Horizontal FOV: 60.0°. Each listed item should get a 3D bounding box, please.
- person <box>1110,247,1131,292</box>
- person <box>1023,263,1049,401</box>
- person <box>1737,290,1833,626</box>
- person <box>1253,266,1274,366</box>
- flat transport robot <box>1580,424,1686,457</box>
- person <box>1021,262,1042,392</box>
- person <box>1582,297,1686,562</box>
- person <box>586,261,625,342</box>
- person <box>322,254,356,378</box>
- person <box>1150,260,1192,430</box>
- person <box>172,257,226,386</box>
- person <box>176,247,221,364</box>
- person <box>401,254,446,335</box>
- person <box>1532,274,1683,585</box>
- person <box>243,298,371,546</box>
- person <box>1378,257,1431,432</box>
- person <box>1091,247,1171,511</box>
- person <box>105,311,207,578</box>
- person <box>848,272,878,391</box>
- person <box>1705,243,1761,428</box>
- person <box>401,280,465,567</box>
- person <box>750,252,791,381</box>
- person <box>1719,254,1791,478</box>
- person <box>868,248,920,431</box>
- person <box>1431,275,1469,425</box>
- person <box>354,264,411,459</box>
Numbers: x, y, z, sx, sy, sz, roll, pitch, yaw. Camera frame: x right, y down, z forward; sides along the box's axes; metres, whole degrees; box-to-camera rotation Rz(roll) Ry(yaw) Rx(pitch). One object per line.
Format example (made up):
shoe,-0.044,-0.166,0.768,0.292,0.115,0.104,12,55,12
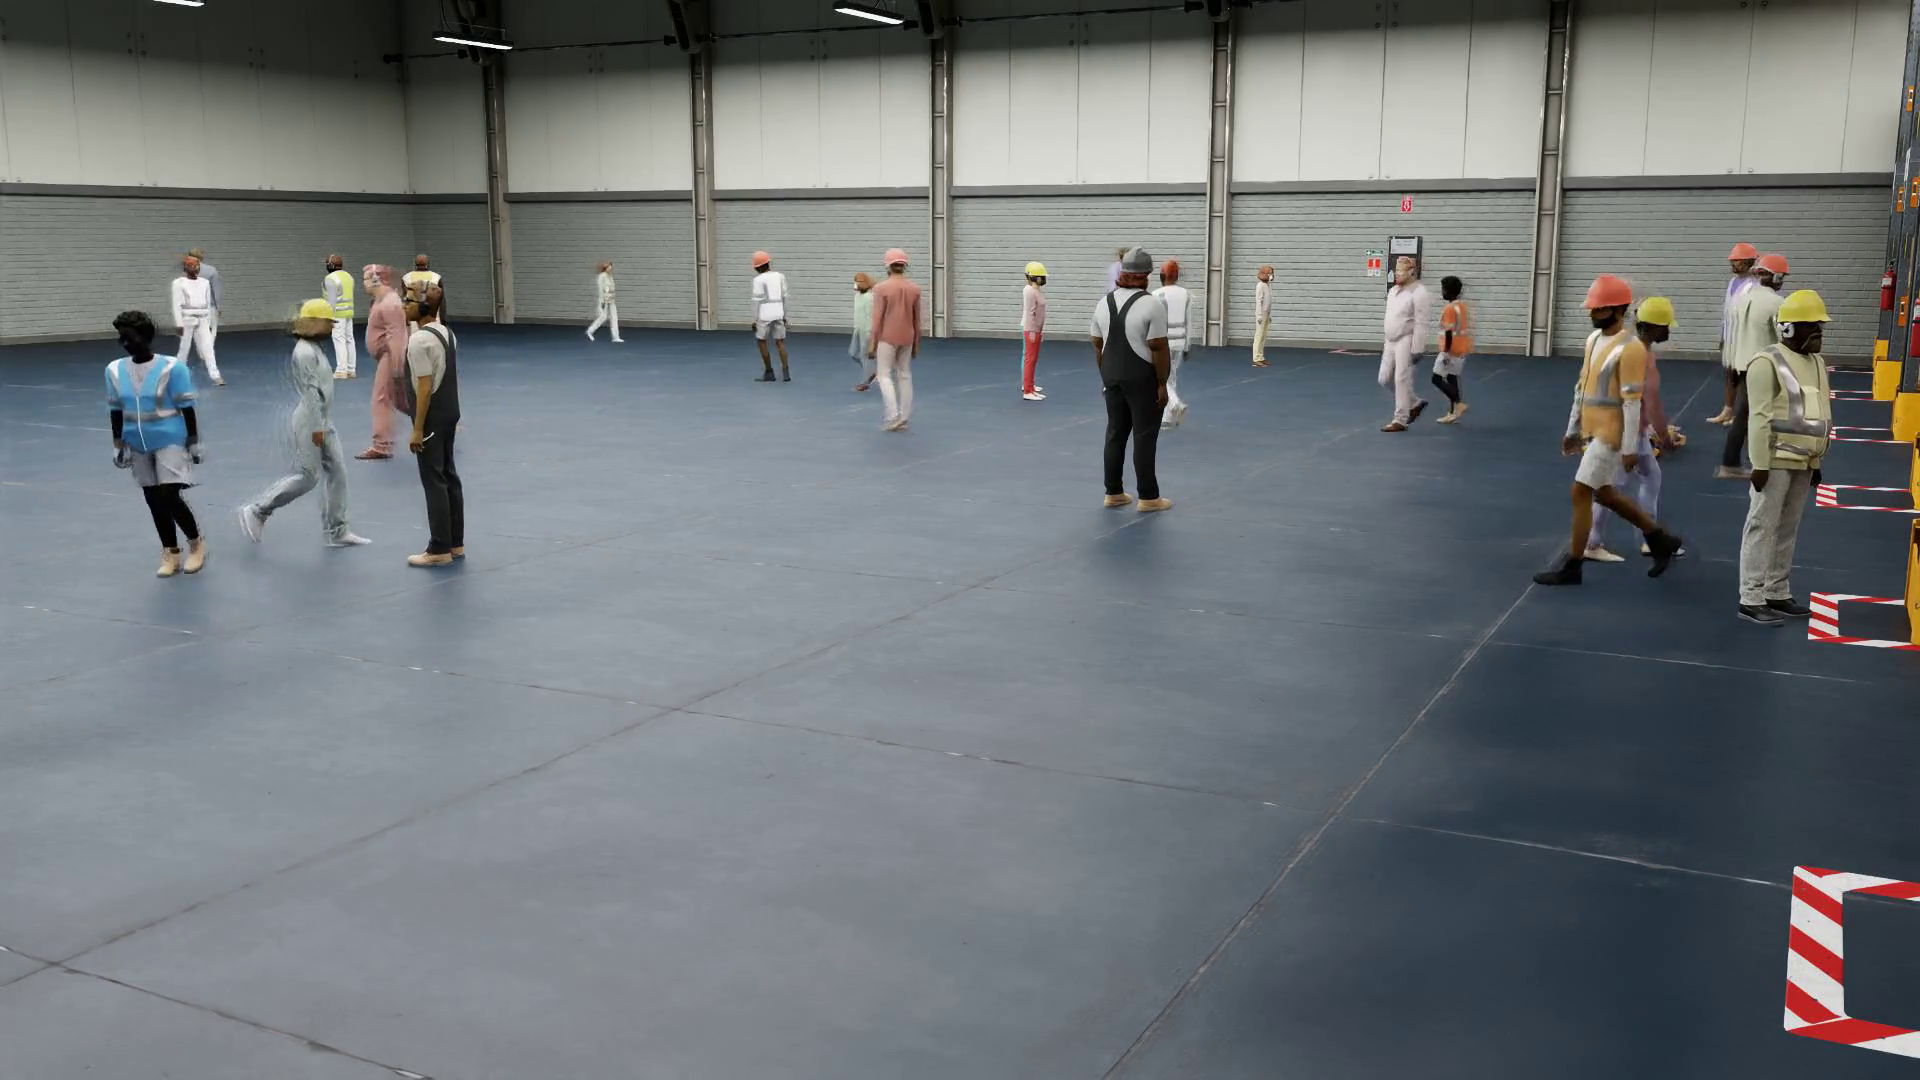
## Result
person,2.954,-4.445,30.697,0.742,1.923,0.638,9,14,42
person,0.988,-2.700,21.605,0.330,1.769,0.526,3,11,14
person,4.562,-0.452,9.160,0.586,1.835,0.403,-7,12,-33
person,4.968,-3.655,27.174,0.268,1.631,0.507,6,12,29
flat transport robot,6.665,-1.002,16.424,0.652,0.197,1.431,7,13,35
person,0.989,-2.913,22.762,0.308,1.772,0.523,2,11,9
person,4.435,-0.690,10.729,0.778,1.732,0.532,3,11,16
person,-7.085,-4.745,33.138,0.710,1.613,0.521,3,11,18
person,-9.286,-3.331,24.843,0.430,1.844,0.624,2,11,11
person,2.304,-2.103,18.095,0.582,1.862,0.618,-6,12,-29
person,-10.895,-3.099,23.619,0.998,1.835,0.599,7,13,34
person,-12.605,-3.877,27.566,0.660,1.929,0.419,-3,11,-16
person,-8.115,-3.403,25.238,0.633,1.840,0.429,-2,11,-9
person,3.993,-0.653,10.084,0.865,1.905,0.553,0,10,-1
person,-4.475,-0.785,11.310,0.728,1.706,0.490,-1,10,-7
person,4.853,-2.124,18.113,0.531,1.891,0.667,-3,11,-17
person,1.393,-1.256,12.981,0.539,2.000,0.689,-10,14,-43
person,-4.996,-0.583,10.316,0.525,1.673,0.390,1,10,7
person,-1.338,-2.850,22.788,0.360,1.621,0.517,-5,12,-27
person,8.634,-2.264,18.473,0.372,2.044,0.607,-1,10,-7
person,-3.418,-0.751,10.759,0.337,1.846,0.514,1,10,5
person,-2.746,-3.244,24.255,0.615,1.894,0.459,-10,14,-43
person,7.138,-1.512,14.599,0.932,1.950,0.633,0,10,-2
person,-0.713,-2.192,18.225,0.633,1.996,0.388,-8,13,-37
person,5.482,-2.110,18.592,0.369,1.680,0.551,6,12,31
person,-5.386,-1.715,15.988,0.859,1.867,0.686,-4,11,-22
